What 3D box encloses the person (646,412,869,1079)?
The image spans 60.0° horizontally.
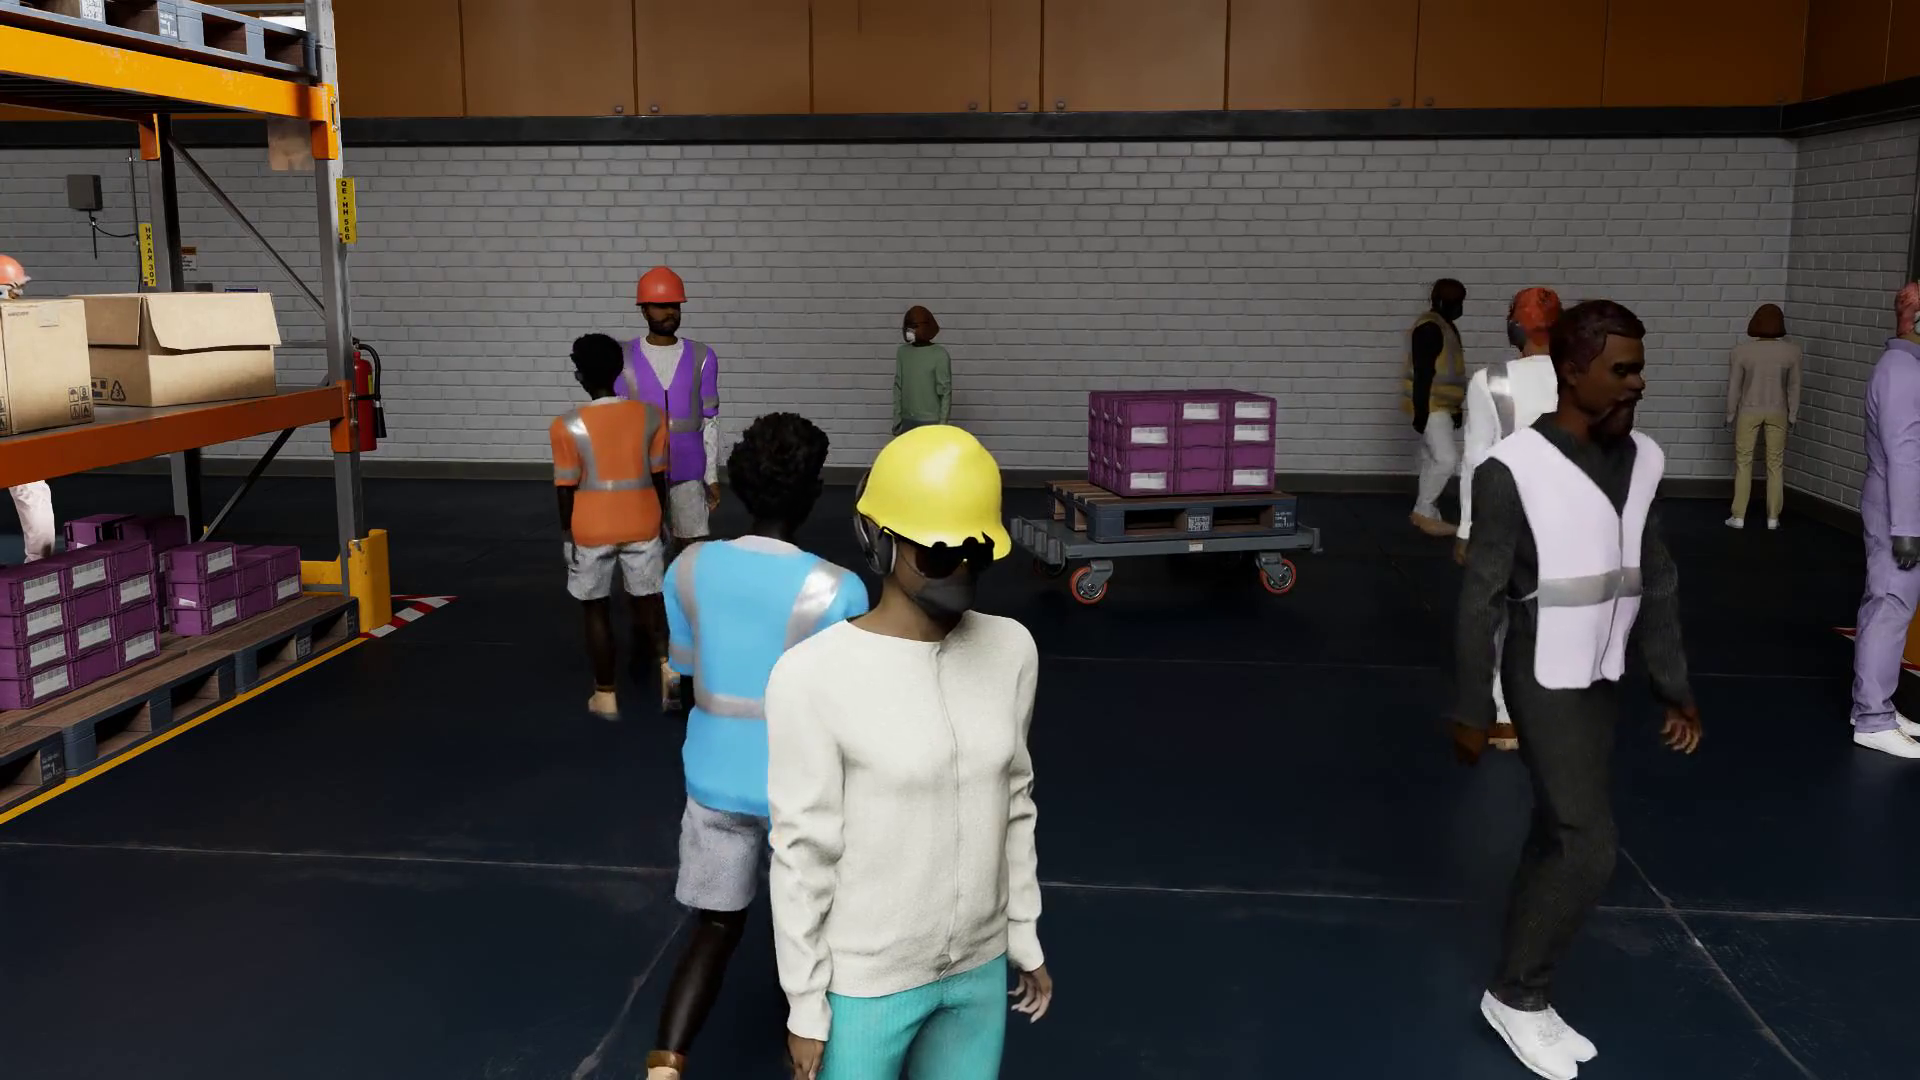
[{"bbox_3d":[-0.455,0.557,3.668,0.536,1.673,0.724,4,11,22],"label":"person"}]

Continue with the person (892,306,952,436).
[{"bbox_3d":[-0.277,-0.827,11.711,0.498,1.633,0.287,9,13,40],"label":"person"}]

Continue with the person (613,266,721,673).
[{"bbox_3d":[-1.416,-0.330,7.984,0.551,1.942,0.345,-3,10,-17],"label":"person"}]

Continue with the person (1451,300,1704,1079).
[{"bbox_3d":[1.531,0.373,4.072,0.600,1.902,0.512,-8,12,-37],"label":"person"}]

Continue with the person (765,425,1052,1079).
[{"bbox_3d":[-0.062,0.691,2.669,0.522,1.761,0.322,-8,13,-39],"label":"person"}]

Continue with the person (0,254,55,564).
[{"bbox_3d":[-5.612,-0.689,9.883,0.376,1.997,0.612,-4,11,-21],"label":"person"}]

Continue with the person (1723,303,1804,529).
[{"bbox_3d":[5.809,-0.889,12.057,0.504,1.636,0.280,2,10,14],"label":"person"}]

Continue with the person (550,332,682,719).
[{"bbox_3d":[-1.436,-0.030,7.006,0.537,1.682,0.577,-6,12,-31],"label":"person"}]

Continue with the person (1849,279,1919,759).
[{"bbox_3d":[3.845,-0.095,6.726,0.410,1.913,0.643,5,11,28],"label":"person"}]

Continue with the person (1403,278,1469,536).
[{"bbox_3d":[3.333,-0.911,11.640,0.430,1.822,0.713,5,11,26],"label":"person"}]

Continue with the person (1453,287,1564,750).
[{"bbox_3d":[2.315,-0.071,6.735,0.608,1.876,0.394,1,10,4],"label":"person"}]
